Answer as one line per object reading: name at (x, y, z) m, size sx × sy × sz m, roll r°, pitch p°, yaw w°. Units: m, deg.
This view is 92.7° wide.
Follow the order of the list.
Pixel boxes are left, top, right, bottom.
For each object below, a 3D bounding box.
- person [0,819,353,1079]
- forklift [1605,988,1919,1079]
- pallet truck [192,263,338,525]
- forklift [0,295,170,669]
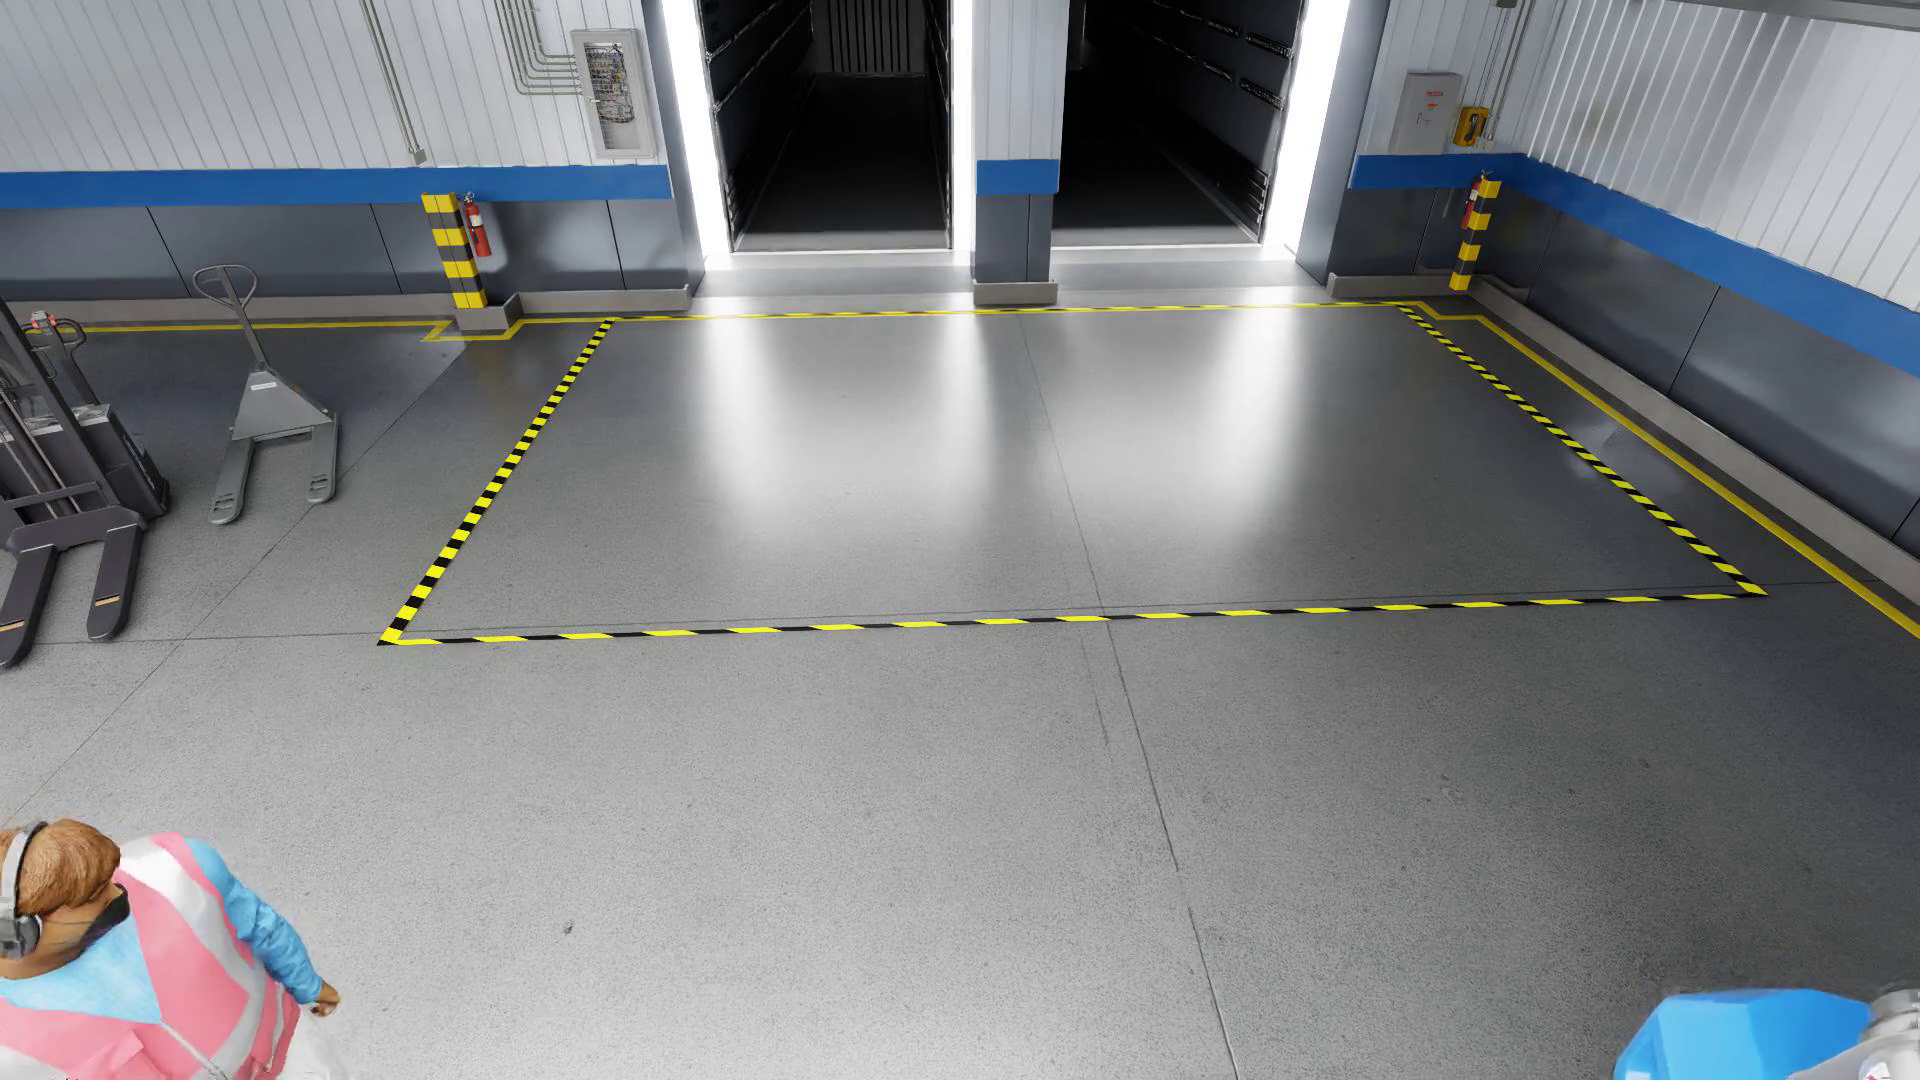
person at (-1.881, 1.343, 2.214) m, size 0.560 × 1.819 × 0.720 m, roll 14°, pitch 37°, yaw 19°
forklift at (2.872, 1.517, 1.500) m, size 2.680 × 2.036 × 1.157 m, roll 14°, pitch 37°, yaw 20°
pallet truck at (-4.778, -1.027, 6.128) m, size 0.680 × 1.201 × 1.601 m, roll -17°, pitch 38°, yaw -23°
forklift at (-5.212, -0.618, 4.878) m, size 0.823 × 1.965 × 1.885 m, roll -20°, pitch 39°, yaw -26°
